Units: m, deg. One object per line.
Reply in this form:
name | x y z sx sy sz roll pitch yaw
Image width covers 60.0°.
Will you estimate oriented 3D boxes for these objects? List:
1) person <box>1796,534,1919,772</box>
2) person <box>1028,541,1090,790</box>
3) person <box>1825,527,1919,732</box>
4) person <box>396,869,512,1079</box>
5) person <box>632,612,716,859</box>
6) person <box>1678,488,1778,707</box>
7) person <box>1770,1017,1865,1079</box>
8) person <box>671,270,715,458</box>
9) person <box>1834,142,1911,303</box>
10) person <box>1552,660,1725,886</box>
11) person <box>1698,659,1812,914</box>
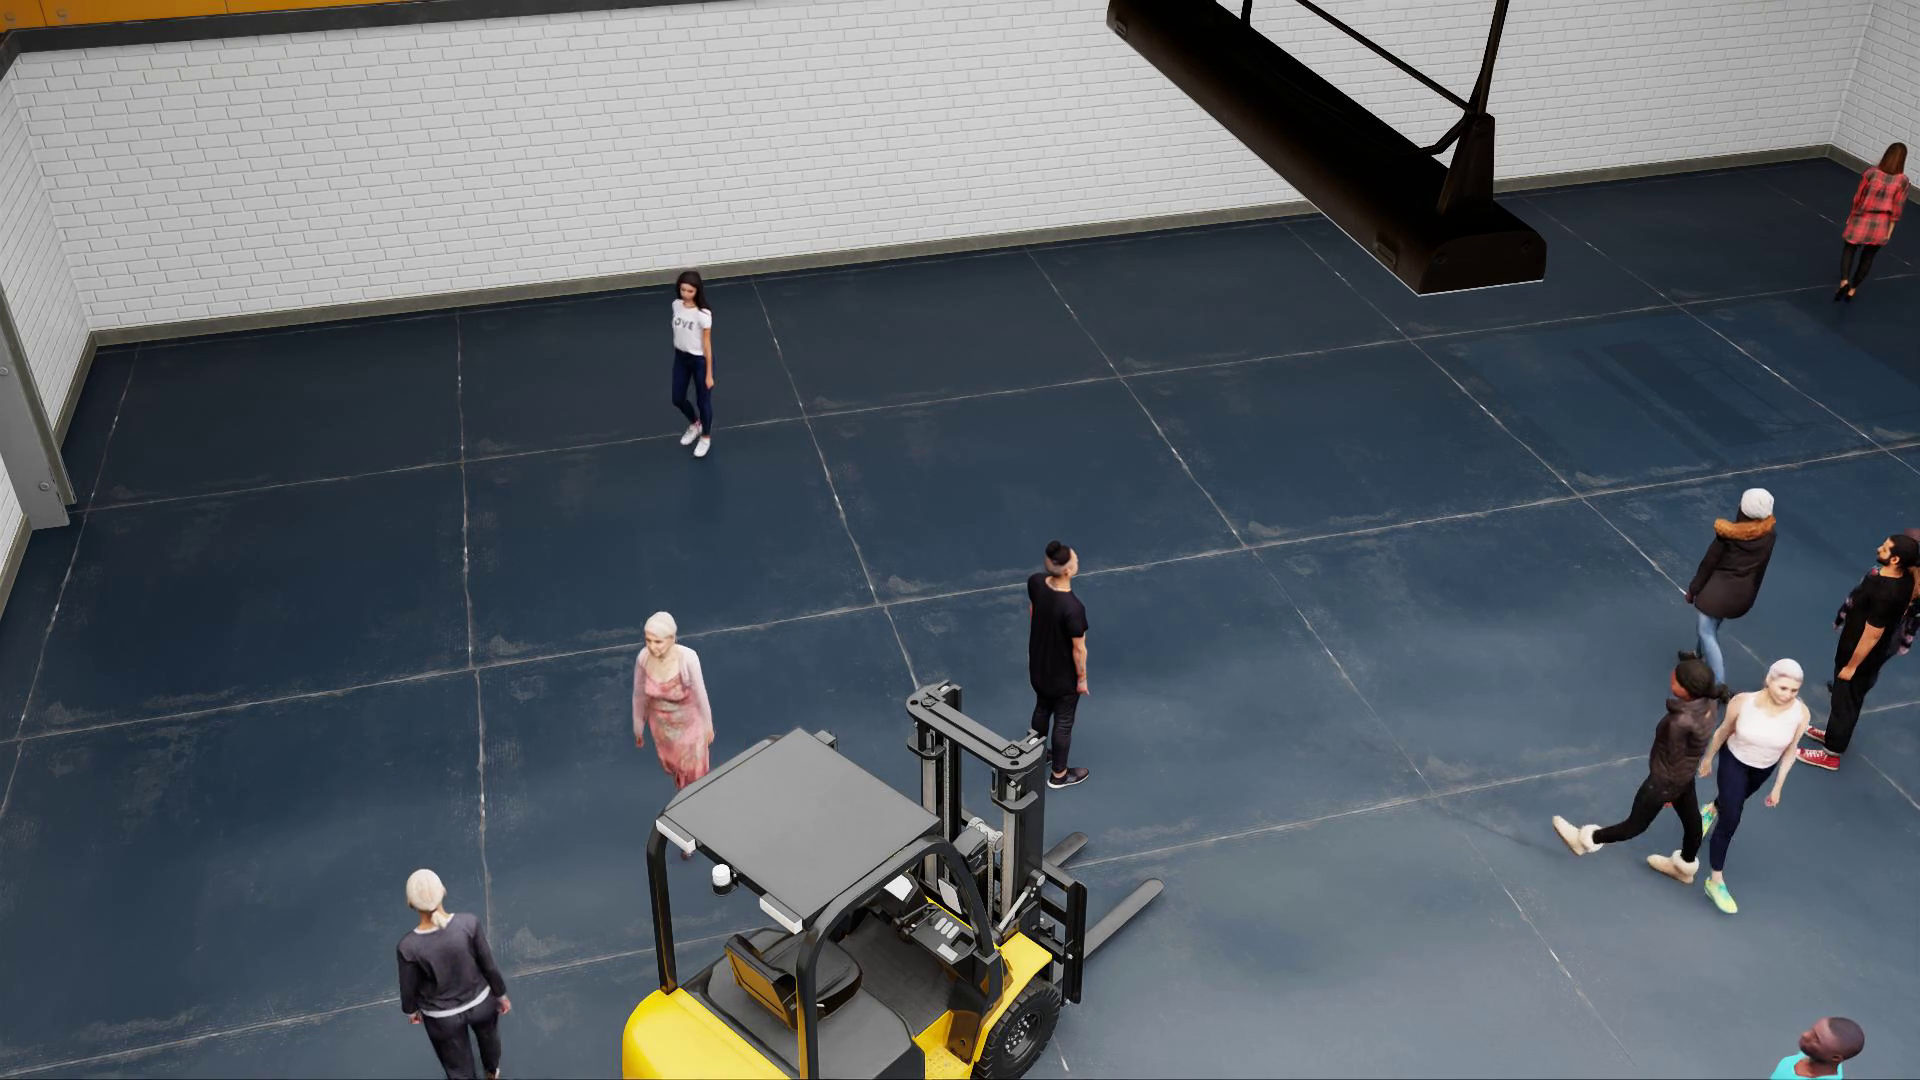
person | 5.801 0.706 10.679 0.774 1.758 0.731 22 39 29
person | 0.613 0.757 10.507 0.811 1.864 0.647 -21 39 -28
person | 5.953 0.670 10.828 0.795 1.654 0.979 5 34 7
person | -2.467 2.351 8.251 0.789 1.707 0.937 -18 38 -25
person | -1.706 1.078 10.196 0.807 1.673 0.914 7 34 10
person | 5.223 0.399 11.275 0.697 1.610 1.033 -5 34 -7
person | 3.717 2.778 7.513 0.740 1.811 0.636 11 35 16
person | -2.218 -1.493 13.991 0.766 1.754 0.827 25 41 33
person | 8.987 -3.089 16.451 0.927 1.688 0.985 18 38 25
person | 4.071 1.342 9.843 1.127 1.624 0.955 -11 35 -17
person | 4.634 1.306 9.862 0.904 1.664 1.195 9 35 13
